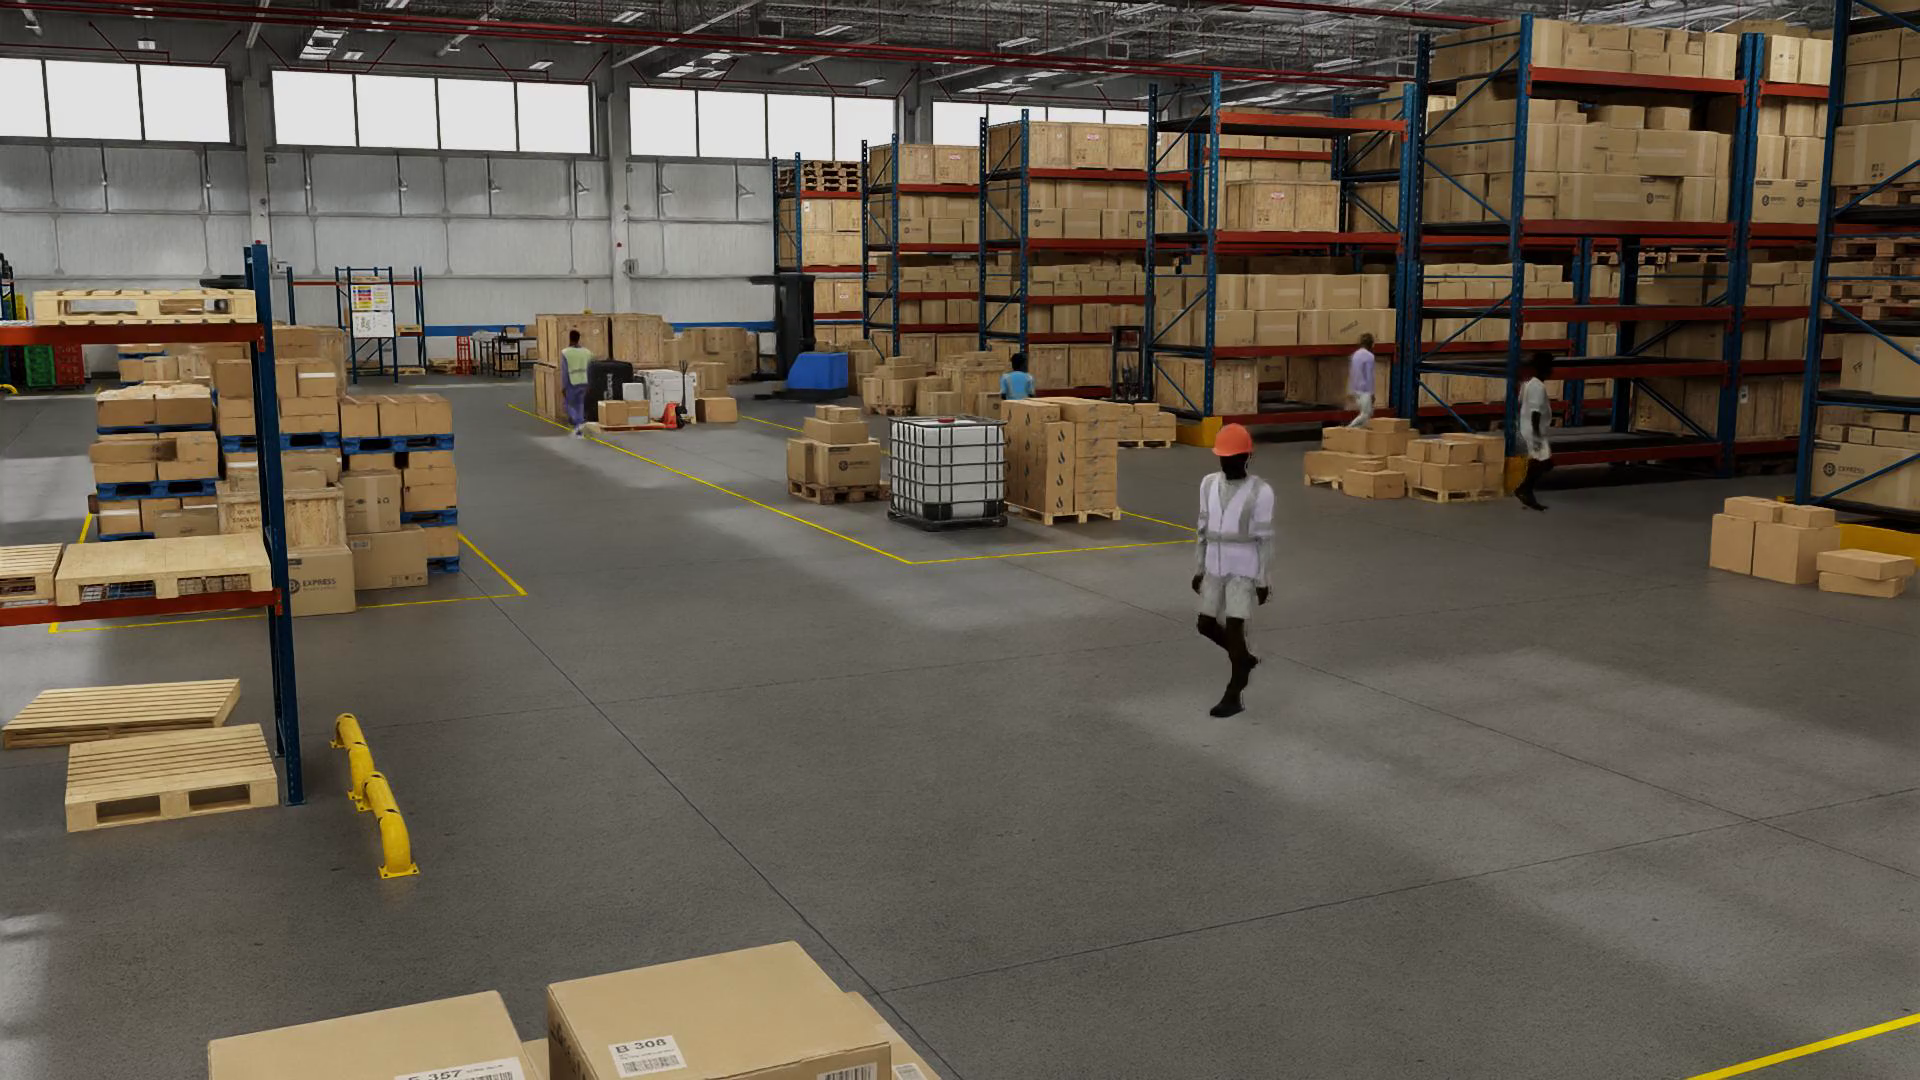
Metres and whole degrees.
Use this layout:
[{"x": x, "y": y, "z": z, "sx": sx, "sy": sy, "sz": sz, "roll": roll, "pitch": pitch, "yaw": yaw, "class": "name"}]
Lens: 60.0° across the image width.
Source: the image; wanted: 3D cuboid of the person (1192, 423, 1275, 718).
[{"x": 1.807, "y": 0.183, "z": 10.914, "sx": 0.561, "sy": 1.916, "sz": 0.557, "roll": 9, "pitch": 13, "yaw": 43, "class": "person"}]

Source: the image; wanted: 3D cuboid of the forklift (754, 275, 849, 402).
[{"x": -3.530, "y": -4.517, "z": 37.113, "sx": 1.873, "sy": 2.768, "sz": 1.129, "roll": 3, "pitch": 10, "yaw": 20, "class": "forklift"}]

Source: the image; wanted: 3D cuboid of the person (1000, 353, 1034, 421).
[{"x": 0.833, "y": -1.980, "z": 25.081, "sx": 0.547, "sy": 1.675, "sz": 0.572, "roll": -3, "pitch": 10, "yaw": -16, "class": "person"}]

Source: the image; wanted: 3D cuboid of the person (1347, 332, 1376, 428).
[{"x": 6.517, "y": -2.416, "z": 27.019, "sx": 0.665, "sy": 1.924, "sz": 0.647, "roll": -2, "pitch": 9, "yaw": -10, "class": "person"}]

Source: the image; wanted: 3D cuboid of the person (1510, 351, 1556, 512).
[{"x": 6.937, "y": -1.289, "z": 19.939, "sx": 0.432, "sy": 1.949, "sz": 0.641, "roll": 2, "pitch": 9, "yaw": 15, "class": "person"}]

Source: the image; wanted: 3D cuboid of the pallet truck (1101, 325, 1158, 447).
[{"x": 2.881, "y": -2.596, "z": 27.923, "sx": 0.823, "sy": 1.965, "sz": 1.885, "roll": -1, "pitch": 9, "yaw": -7, "class": "pallet truck"}]

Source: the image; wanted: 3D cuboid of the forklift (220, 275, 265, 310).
[{"x": -16.234, "y": -4.646, "z": 37.910, "sx": 1.129, "sy": 2.768, "sz": 1.873, "roll": 0, "pitch": 9, "yaw": 2, "class": "forklift"}]

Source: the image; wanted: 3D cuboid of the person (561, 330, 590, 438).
[{"x": -6.695, "y": -2.706, "z": 28.956, "sx": 0.451, "sy": 1.894, "sz": 0.599, "roll": 9, "pitch": 13, "yaw": 43, "class": "person"}]
